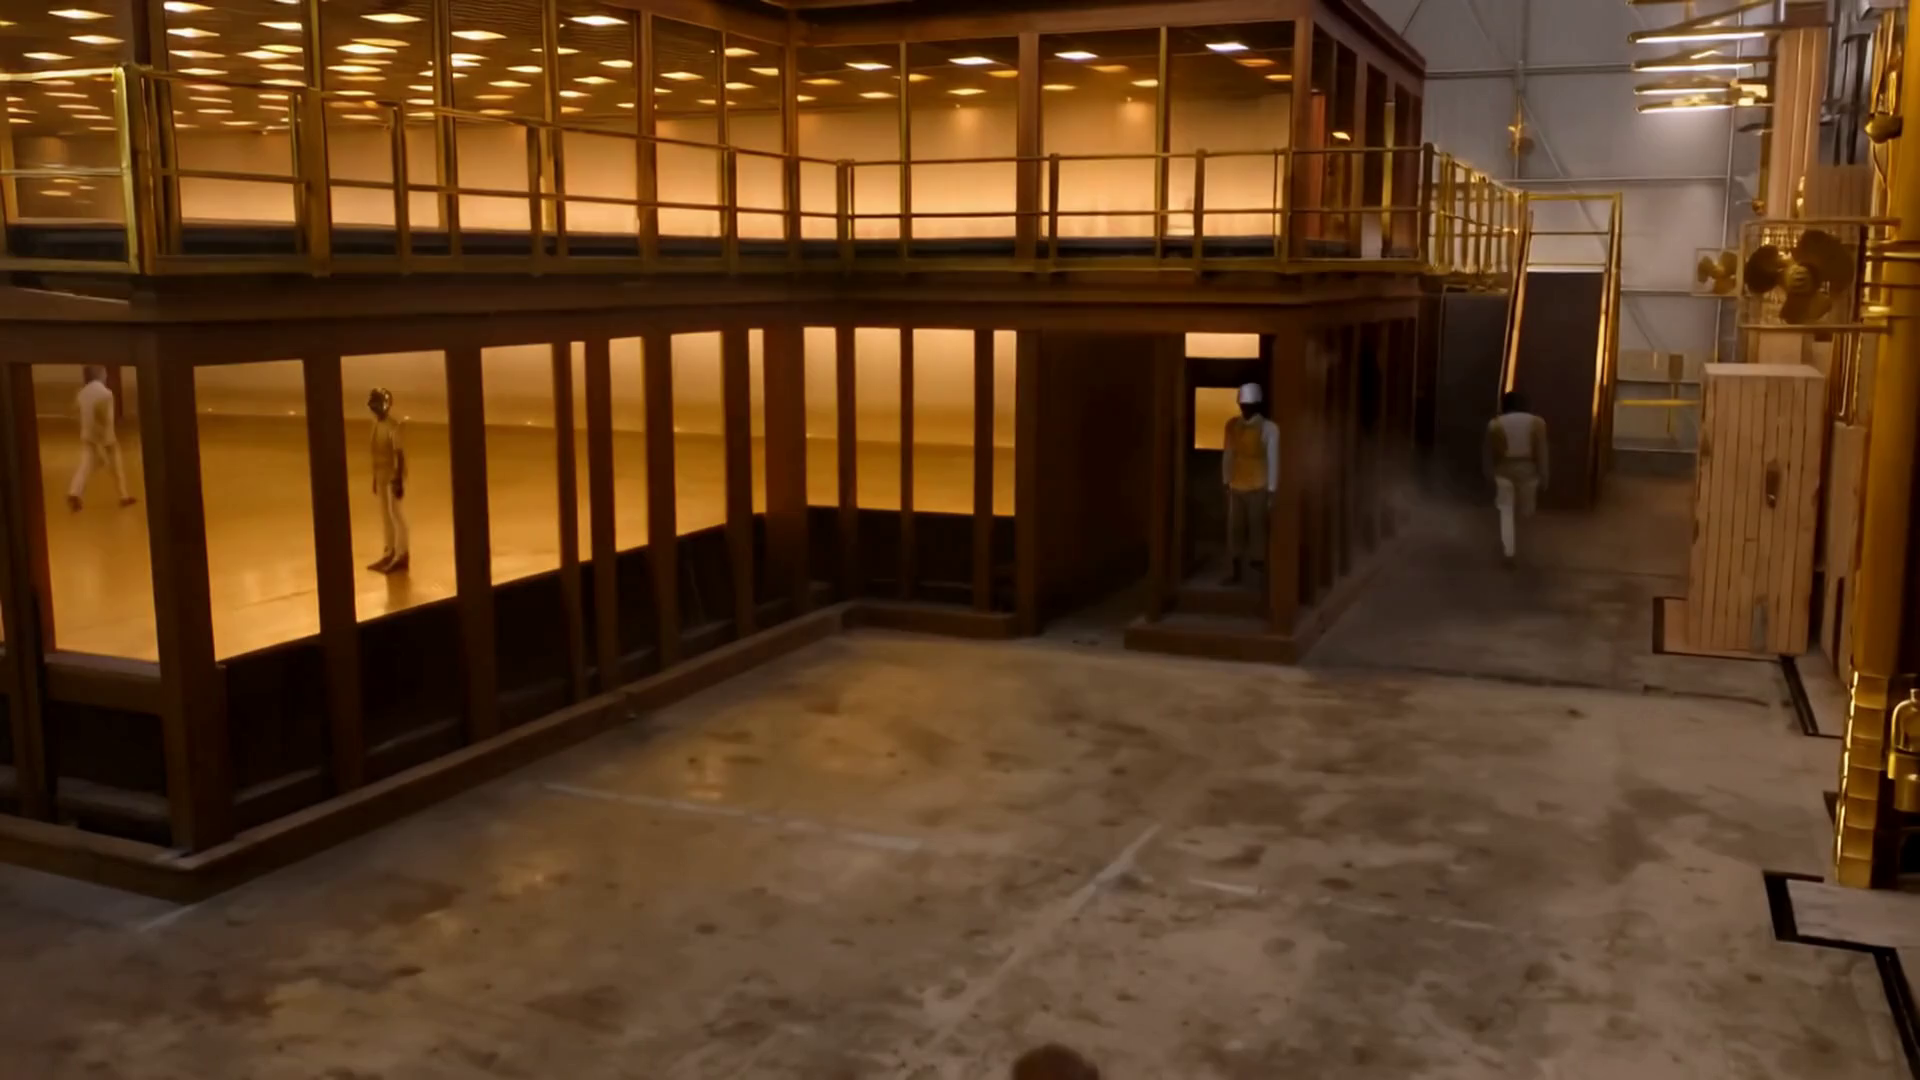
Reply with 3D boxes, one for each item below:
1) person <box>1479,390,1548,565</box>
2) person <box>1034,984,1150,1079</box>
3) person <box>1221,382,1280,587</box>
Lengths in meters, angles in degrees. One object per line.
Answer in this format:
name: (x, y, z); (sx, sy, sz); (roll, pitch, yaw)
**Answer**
person: (5.796, -0.682, 17.553); (0.659, 1.808, 0.883); (1, 9, 4)
person: (0.230, 1.657, 2.910); (0.612, 1.876, 0.910); (1, 9, 9)
person: (2.803, -0.542, 16.171); (0.612, 1.986, 0.407); (8, 12, 41)
